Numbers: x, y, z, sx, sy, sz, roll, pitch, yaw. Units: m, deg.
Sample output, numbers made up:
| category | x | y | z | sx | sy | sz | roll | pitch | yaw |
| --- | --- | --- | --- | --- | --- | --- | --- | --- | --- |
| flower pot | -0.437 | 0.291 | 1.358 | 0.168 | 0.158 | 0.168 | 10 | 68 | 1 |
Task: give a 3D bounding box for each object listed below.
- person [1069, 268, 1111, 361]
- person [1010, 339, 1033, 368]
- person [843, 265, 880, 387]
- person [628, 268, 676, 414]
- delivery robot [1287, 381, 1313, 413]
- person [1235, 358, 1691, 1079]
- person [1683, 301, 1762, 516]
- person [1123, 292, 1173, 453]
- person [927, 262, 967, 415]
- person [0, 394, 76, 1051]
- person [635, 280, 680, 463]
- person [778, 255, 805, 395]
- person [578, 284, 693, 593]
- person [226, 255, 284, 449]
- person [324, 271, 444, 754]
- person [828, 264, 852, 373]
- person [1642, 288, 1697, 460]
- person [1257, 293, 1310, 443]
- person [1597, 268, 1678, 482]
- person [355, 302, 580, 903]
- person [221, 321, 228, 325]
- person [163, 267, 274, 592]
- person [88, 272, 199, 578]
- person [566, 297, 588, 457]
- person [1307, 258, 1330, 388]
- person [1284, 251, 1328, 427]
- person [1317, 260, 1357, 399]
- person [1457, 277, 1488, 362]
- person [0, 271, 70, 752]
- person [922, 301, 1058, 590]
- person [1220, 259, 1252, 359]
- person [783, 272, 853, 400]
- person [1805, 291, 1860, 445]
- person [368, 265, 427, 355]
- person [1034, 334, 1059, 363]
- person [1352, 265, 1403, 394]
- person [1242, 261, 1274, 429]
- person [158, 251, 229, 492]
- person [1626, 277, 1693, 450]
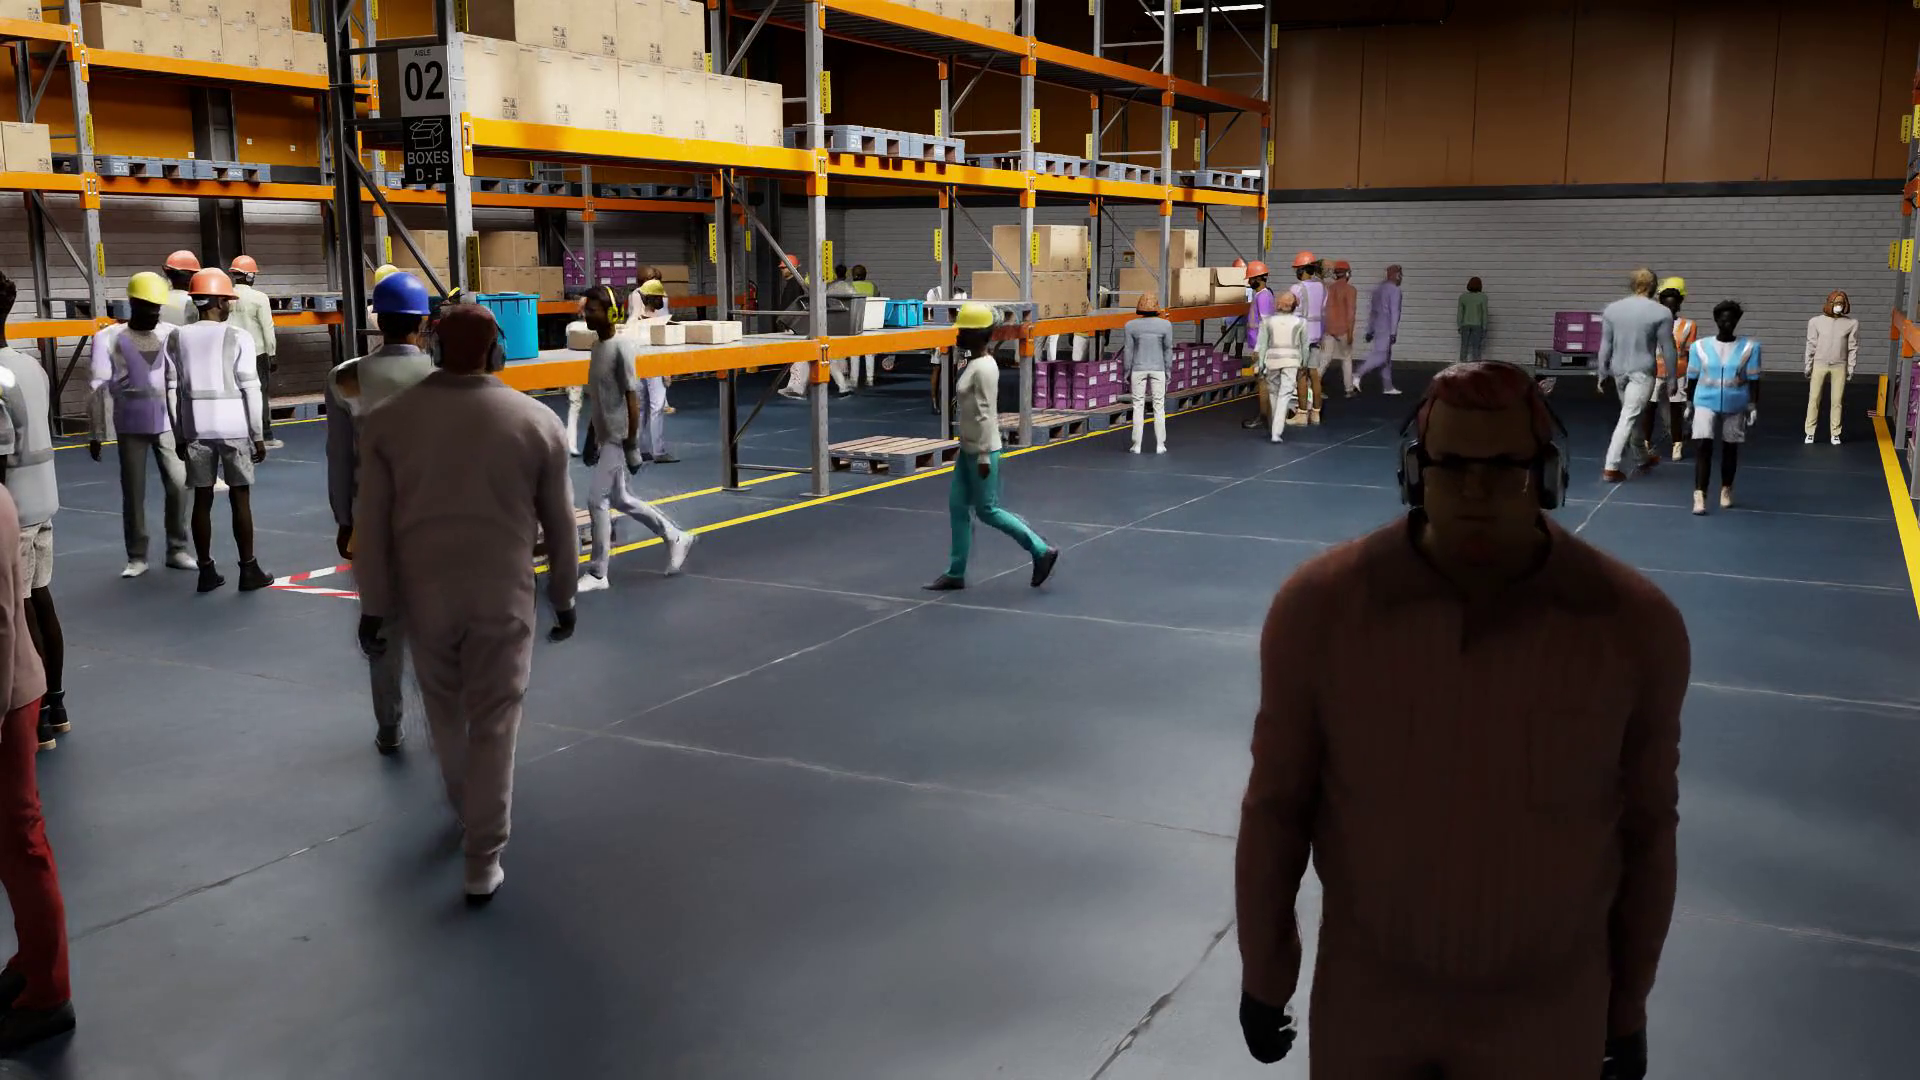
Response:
| category | x | y | z | sx | sy | sz | roll | pitch | yaw |
| --- | --- | --- | --- | --- | --- | --- | --- | --- | --- |
| person | 1.787 | -2.839 | 22.928 | 0.618 | 1.836 | 0.430 | -1 | 10 | -5 |
| person | 1.095 | -3.986 | 29.400 | 0.585 | 1.883 | 0.337 | -5 | 11 | -27 |
| person | -1.524 | -3.248 | 25.258 | 0.634 | 1.841 | 0.429 | -6 | 12 | -32 |
| person | -3.880 | -2.505 | 20.976 | 0.624 | 1.836 | 0.430 | 6 | 12 | 32 |
| delivery robot | 4.088 | -1.730 | 19.915 | 0.477 | 0.478 | 0.707 | 3 | 10 | 19 |
| person | 0.766 | 0.646 | 2.620 | 0.647 | 1.877 | 0.817 | 3 | 10 | 17 |
| person | 5.956 | -1.038 | 12.997 | 0.554 | 1.671 | 0.708 | 4 | 11 | 24 |
| person | 1.897 | -1.686 | 16.808 | 0.497 | 1.634 | 0.279 | 1 | 10 | 4 |
| person | -0.144 | -2.534 | 20.852 | 0.547 | 1.934 | 0.376 | -5 | 11 | -27 |
| person | -2.512 | 0.419 | 4.249 | 0.320 | 1.766 | 0.535 | -6 | 11 | -30 |
| person | -2.970 | -1.623 | 16.072 | 0.526 | 1.765 | 0.329 | 9 | 13 | 41 |
| person | -2.386 | -3.052 | 23.676 | 0.377 | 1.995 | 0.608 | -3 | 10 | -19 |
| person | -2.028 | -0.622 | 10.053 | 0.830 | 1.849 | 0.508 | -6 | 11 | -29 |
| person | -7.327 | -1.923 | 17.137 | 0.622 | 1.993 | 0.384 | 2 | 10 | 10 |
| person | -2.231 | -0.106 | 6.757 | 0.613 | 1.945 | 0.406 | -2 | 10 | -12 |
| person | -1.958 | -3.676 | 27.783 | 0.538 | 1.835 | 0.742 | 2 | 10 | 11 |
| person | 6.895 | -1.616 | 16.263 | 0.533 | 1.687 | 0.320 | 3 | 10 | 19 |
| person | 3.486 | -1.850 | 17.879 | 0.521 | 1.585 | 0.903 | 4 | 11 | 24 |
| person | 6.072 | -1.468 | 14.825 | 1.032 | 1.880 | 0.656 | -7 | 12 | -36 |
| person | -1.581 | 0.164 | 5.452 | 0.664 | 1.852 | 0.981 | -1 | 10 | -7 |
| person | -7.121 | -1.535 | 15.697 | 0.751 | 1.721 | 0.494 | -1 | 10 | -6 |
| person | -4.438 | -0.654 | 9.965 | 0.549 | 1.933 | 0.373 | 0 | 10 | 0 |
| person | -5.074 | -0.709 | 10.394 | 0.633 | 1.908 | 0.447 | -9 | 13 | -41 |
| person | -3.726 | -1.634 | 16.644 | 0.526 | 1.594 | 0.888 | 3 | 10 | 14 |
| person | 5.401 | -3.265 | 25.080 | 0.372 | 1.938 | 0.630 | 3 | 10 | 14 |
| person | 4.018 | -2.349 | 19.466 | 0.611 | 2.042 | 0.395 | -8 | 13 | -38 |
| person | 5.234 | -2.918 | 23.134 | 0.987 | 1.928 | 0.657 | -9 | 13 | -43 |
| person | 8.410 | -3.498 | 27.303 | 0.502 | 1.632 | 0.279 | 7 | 12 | 35 |
| person | -3.874 | -0.114 | 6.749 | 0.368 | 1.966 | 0.603 | -2 | 10 | -13 |
| person | 0.178 | -0.545 | 9.902 | 0.746 | 1.744 | 0.527 | -1 | 10 | -7 |
| person | 4.267 | -3.361 | 25.656 | 0.542 | 1.930 | 0.374 | -3 | 10 | -18 |
| person | -1.924 | -2.785 | 22.794 | 0.972 | 1.771 | 0.598 | 0 | 10 | -2 |
| person | 9.207 | -1.817 | 17.596 | 0.496 | 1.629 | 0.277 | 4 | 10 | 21 |
| person | -4.614 | -1.273 | 13.575 | 0.594 | 1.924 | 0.382 | -7 | 12 | -36 |
| person | 1.413 | -3.562 | 26.792 | 0.631 | 1.940 | 0.372 | 8 | 13 | 40 |
| person | 5.943 | -2.985 | 23.693 | 0.858 | 1.869 | 0.669 | -2 | 10 | -11 |
| person | 3.428 | -2.239 | 19.163 | 0.373 | 1.928 | 0.543 | 2 | 10 | 11 |
| person | -6.523 | -1.414 | 14.069 | 0.607 | 2.039 | 0.395 | 3 | 10 | 14 |
| person | 7.226 | -1.797 | 17.057 | 0.960 | 1.768 | 0.596 | 0 | 10 | 2 |
